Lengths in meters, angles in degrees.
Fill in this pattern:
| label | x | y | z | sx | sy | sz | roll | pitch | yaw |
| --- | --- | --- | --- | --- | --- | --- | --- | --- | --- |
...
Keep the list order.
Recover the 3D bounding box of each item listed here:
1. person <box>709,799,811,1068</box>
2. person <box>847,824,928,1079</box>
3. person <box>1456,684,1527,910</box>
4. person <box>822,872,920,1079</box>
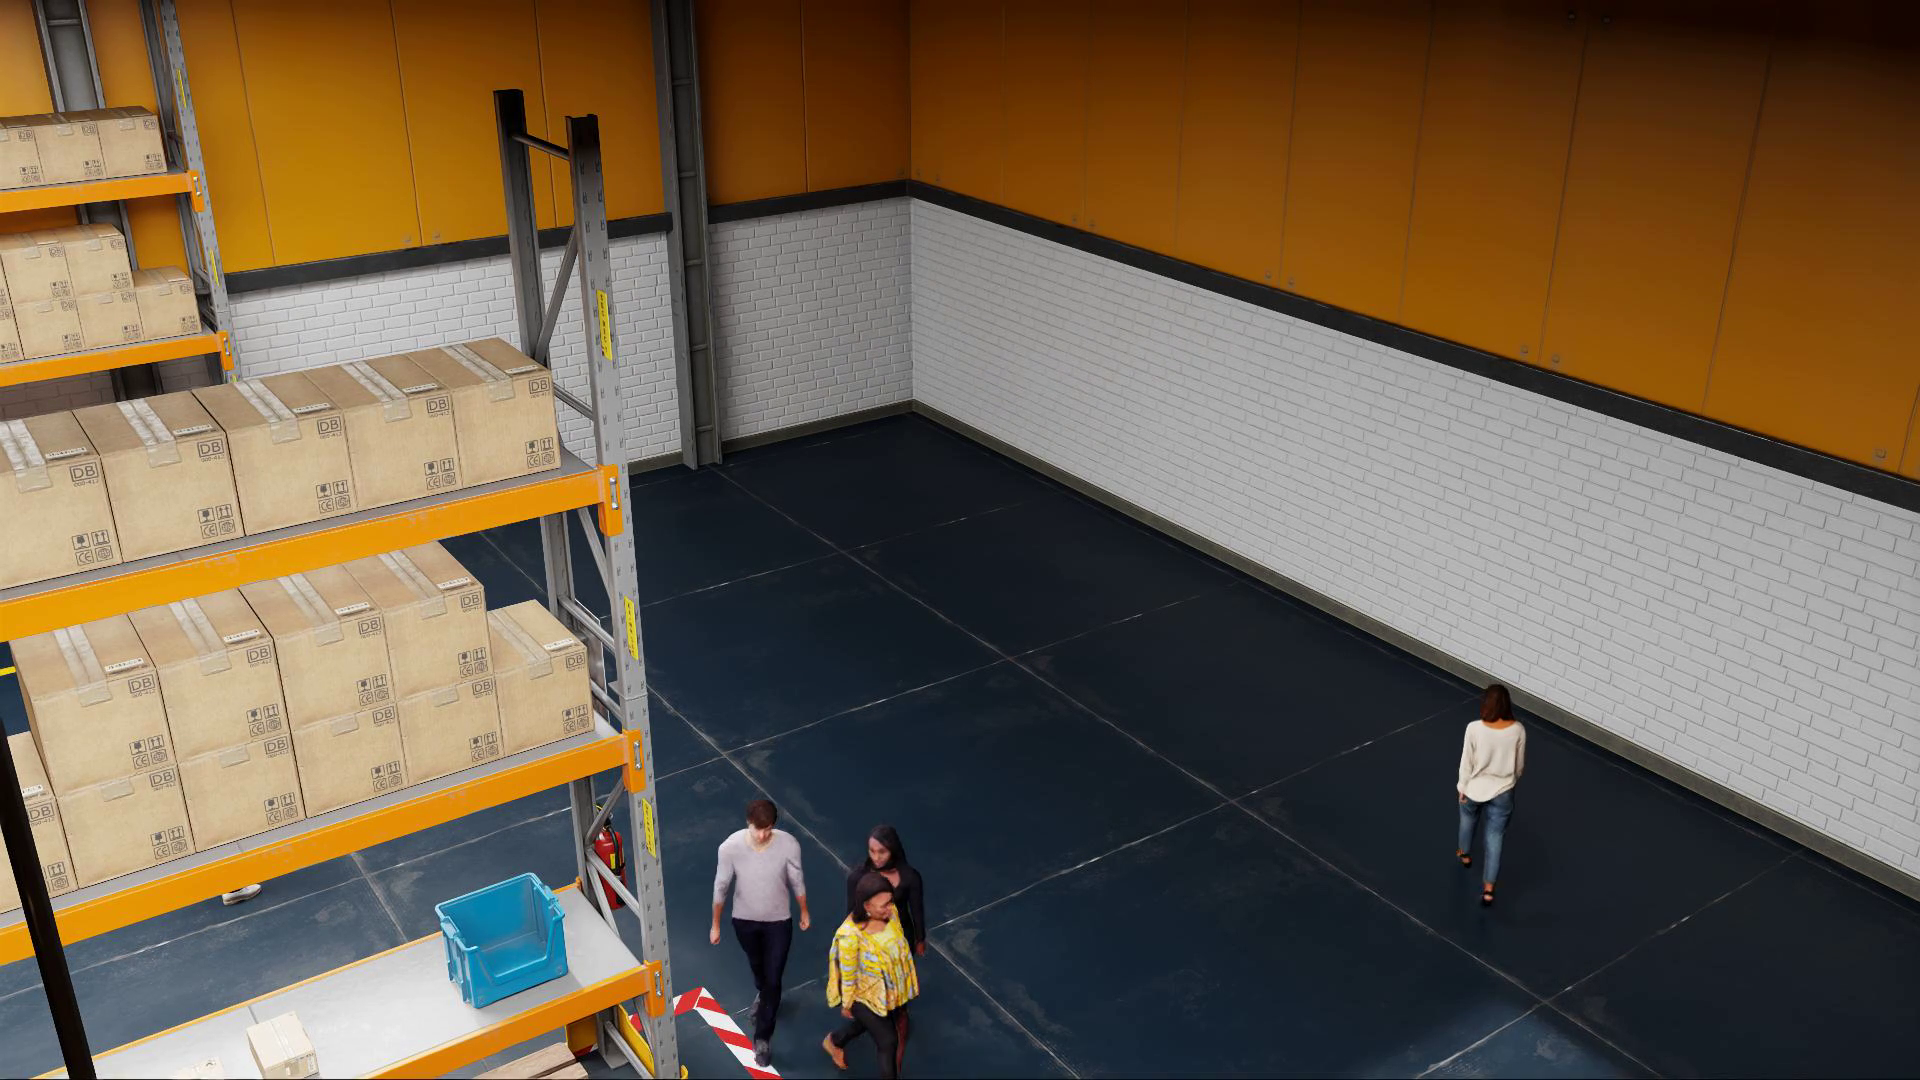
| label | x | y | z | sx | sy | sz | roll | pitch | yaw |
| --- | --- | --- | --- | --- | --- | --- | --- | --- | --- |
| person | -1.218 | 2.338 | 10.523 | 1.130 | 1.797 | 1.164 | 3 | 24 | 6 |
| person | -0.440 | 2.469 | 10.374 | 1.122 | 1.674 | 1.183 | 3 | 24 | 8 |
| person | 3.786 | 1.842 | 11.855 | 1.061 | 1.638 | 1.137 | 5 | 24 | 11 |
| person | -0.581 | 2.671 | 9.979 | 1.008 | 1.621 | 1.046 | 13 | 27 | 28 |
